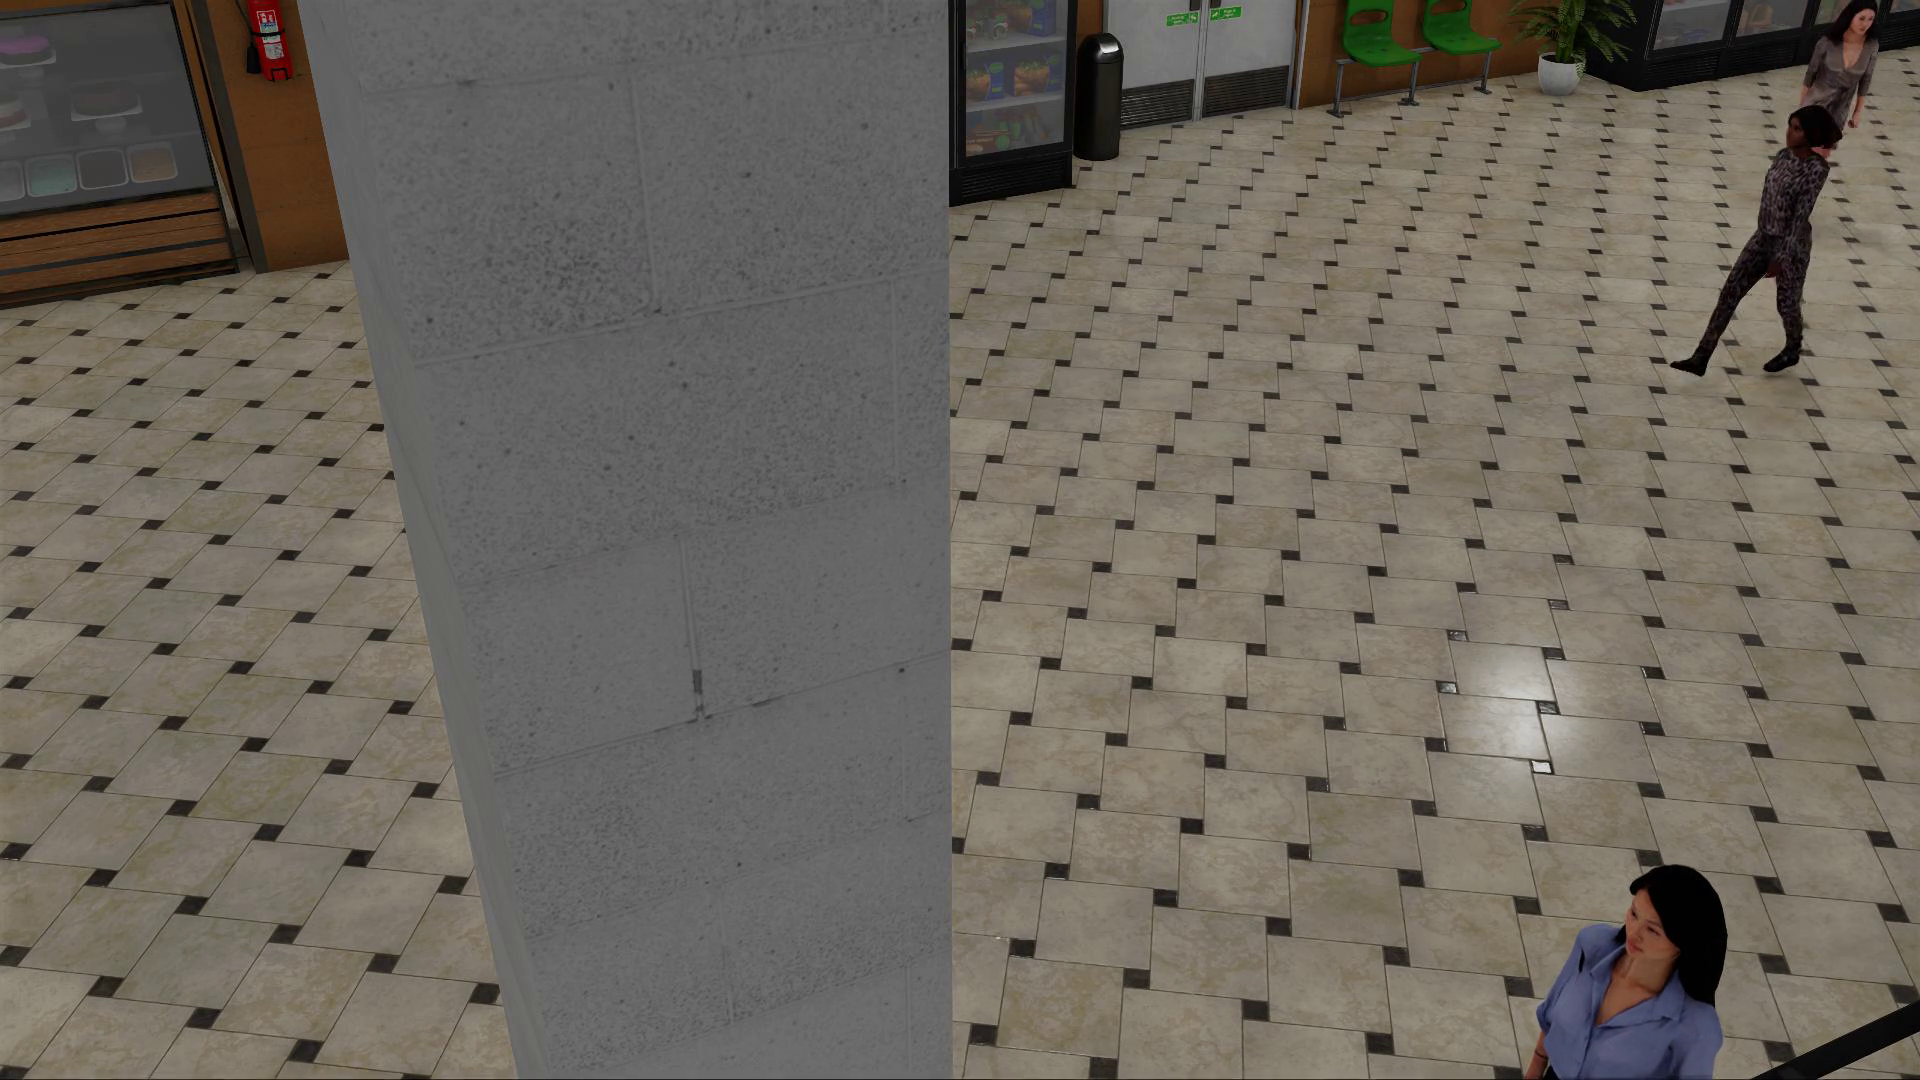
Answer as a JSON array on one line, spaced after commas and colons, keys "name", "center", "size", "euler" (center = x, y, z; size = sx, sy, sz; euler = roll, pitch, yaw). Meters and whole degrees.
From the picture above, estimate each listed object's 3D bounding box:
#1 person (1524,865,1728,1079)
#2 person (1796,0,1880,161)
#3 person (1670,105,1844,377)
[{"name": "person", "center": [1.764, 1.565, 4.549], "size": [0.724, 1.743, 0.513], "euler": [-17, 36, -26]}, {"name": "person", "center": [6.262, -3.125, 12.121], "size": [0.943, 1.706, 1.133], "euler": [3, 32, 5]}, {"name": "person", "center": [4.944, -1.712, 9.888], "size": [0.782, 1.667, 1.105], "euler": [-8, 33, -13]}]
